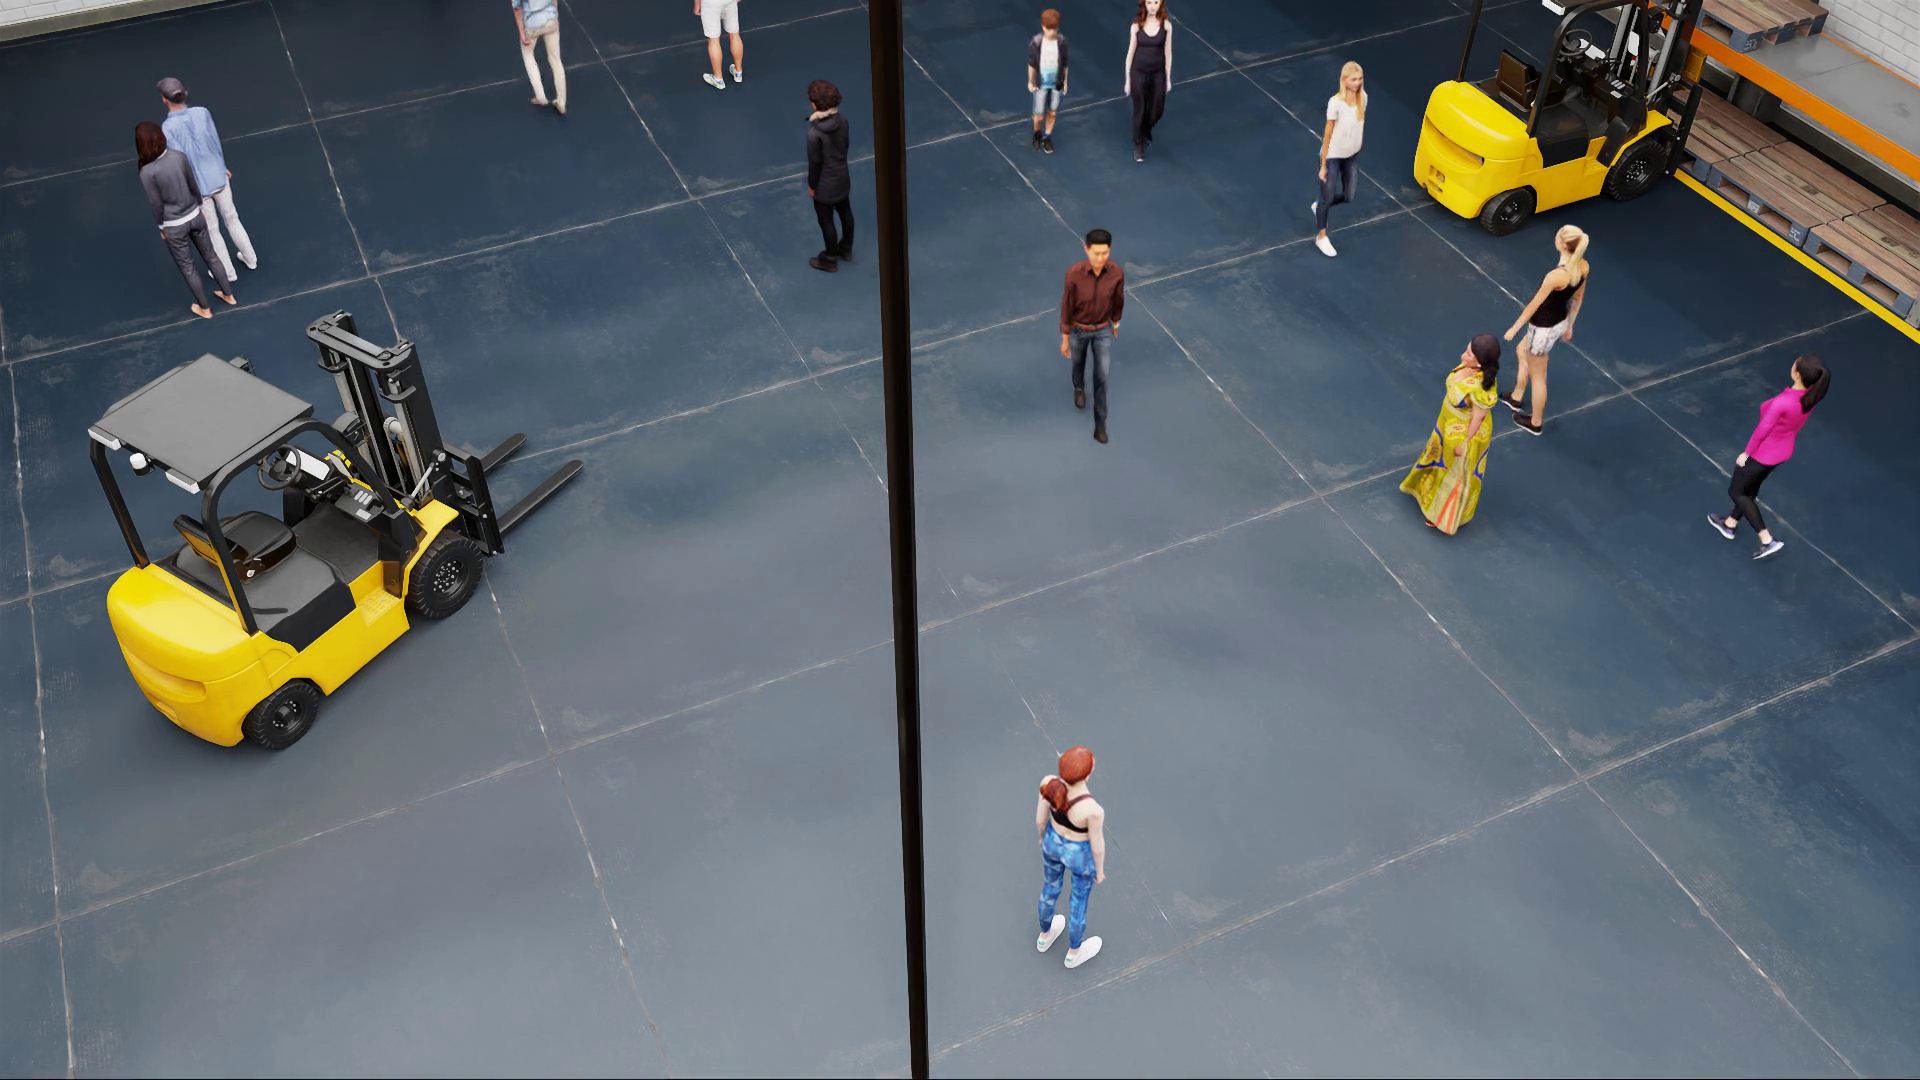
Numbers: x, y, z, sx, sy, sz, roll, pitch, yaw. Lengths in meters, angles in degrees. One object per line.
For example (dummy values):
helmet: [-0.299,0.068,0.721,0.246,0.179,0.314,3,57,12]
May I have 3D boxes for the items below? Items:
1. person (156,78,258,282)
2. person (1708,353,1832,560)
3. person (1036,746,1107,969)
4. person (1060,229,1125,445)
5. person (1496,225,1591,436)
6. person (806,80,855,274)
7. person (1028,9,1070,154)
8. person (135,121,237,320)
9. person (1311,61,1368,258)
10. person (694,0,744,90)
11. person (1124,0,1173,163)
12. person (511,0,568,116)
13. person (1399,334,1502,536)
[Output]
person: [-6.439,-3.067,14.154,0.749,1.888,0.741,24,48,23]
person: [5.723,-0.560,11.675,0.613,1.689,0.887,-21,47,-20]
person: [0.607,1.740,9.190,0.644,1.785,0.735,28,50,26]
person: [0.975,-1.667,12.795,0.934,1.734,1.188,-1,44,-2]
person: [4.518,-1.561,12.617,0.710,1.827,0.834,-29,51,-27]
person: [-1.116,-3.119,14.288,0.716,1.779,0.711,30,51,27]
person: [0.834,-4.410,15.888,0.581,1.440,0.591,-8,44,-8]
person: [-6.458,-2.663,13.816,0.696,1.768,0.675,22,48,22]
person: [3.250,-3.360,14.527,0.586,1.797,0.725,-18,46,-18]
person: [-2.429,-5.445,16.674,0.728,1.855,0.636,-27,50,-25]
person: [1.767,-4.441,15.706,0.746,1.737,0.830,-2,44,-2]
person: [-4.066,-5.007,16.229,0.690,1.835,0.691,-24,48,-23]
person: [3.615,-0.808,11.956,1.037,1.660,0.898,-1,44,-1]
